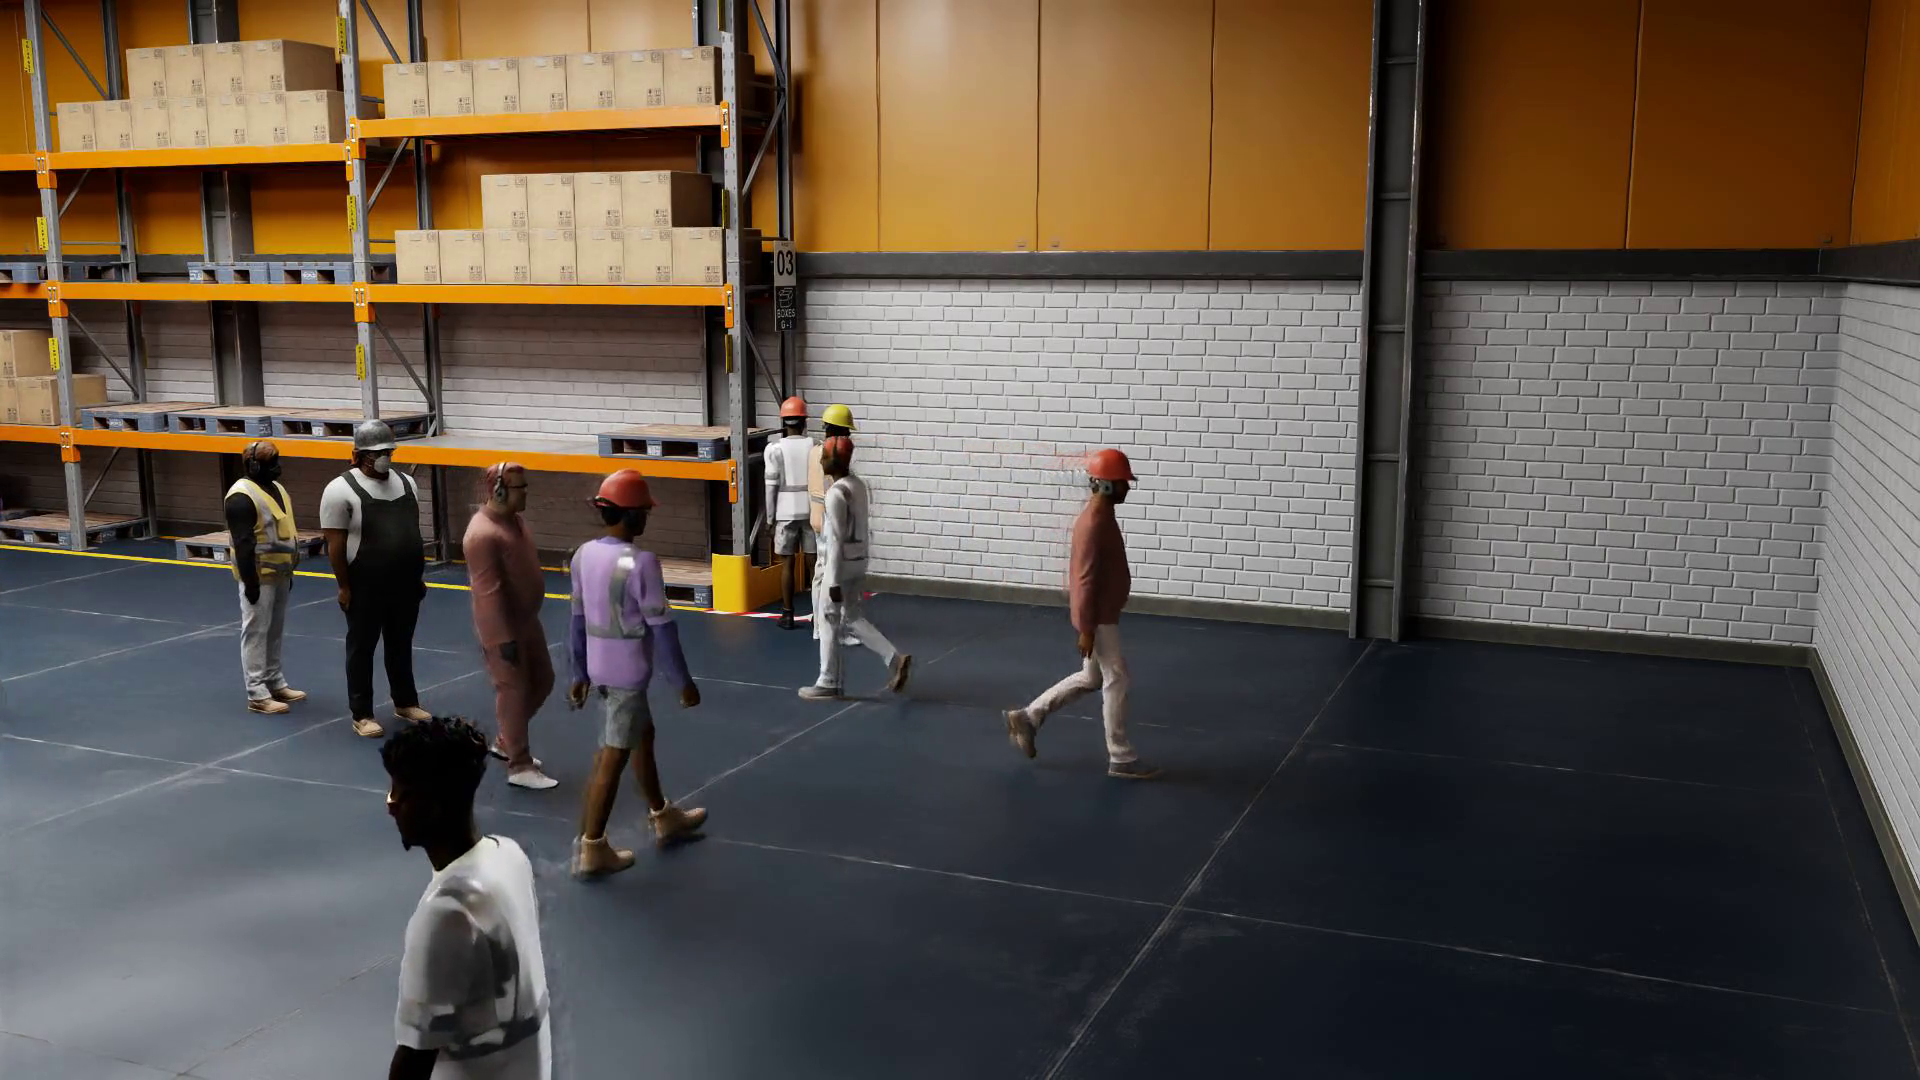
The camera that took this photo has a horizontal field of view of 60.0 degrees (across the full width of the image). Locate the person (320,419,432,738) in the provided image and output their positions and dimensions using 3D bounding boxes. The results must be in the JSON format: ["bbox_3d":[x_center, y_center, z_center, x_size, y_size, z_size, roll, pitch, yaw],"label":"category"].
[{"bbox_3d":[-3.707,0.232,10.735,0.537,2.000,0.682,6,11,33],"label":"person"}]

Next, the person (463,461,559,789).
[{"bbox_3d":[-2.570,0.492,9.586,0.455,1.903,0.672,1,9,7],"label":"person"}]

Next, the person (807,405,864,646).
[{"bbox_3d":[-0.994,-0.115,13.214,0.382,1.917,0.585,-5,11,-30],"label":"person"}]

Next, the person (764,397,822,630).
[{"bbox_3d":[-1.353,-0.216,13.788,0.542,1.930,0.375,-3,10,-15],"label":"person"}]

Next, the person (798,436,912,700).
[{"bbox_3d":[-0.742,0.204,11.450,0.718,1.864,0.588,3,10,19],"label":"person"}]

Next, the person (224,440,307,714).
[{"bbox_3d":[-4.696,0.241,11.282,0.430,1.845,0.624,0,9,2],"label":"person"}]

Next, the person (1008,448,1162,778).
[{"bbox_3d":[0.740,0.429,9.803,0.859,1.966,0.613,2,10,10],"label":"person"}]

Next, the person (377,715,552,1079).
[{"bbox_3d":[-1.281,1.383,4.132,0.993,1.911,0.631,-1,9,-6],"label":"person"}]

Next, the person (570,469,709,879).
[{"bbox_3d":[-1.573,0.644,8.349,0.961,2.003,0.619,-8,13,-41],"label":"person"}]
